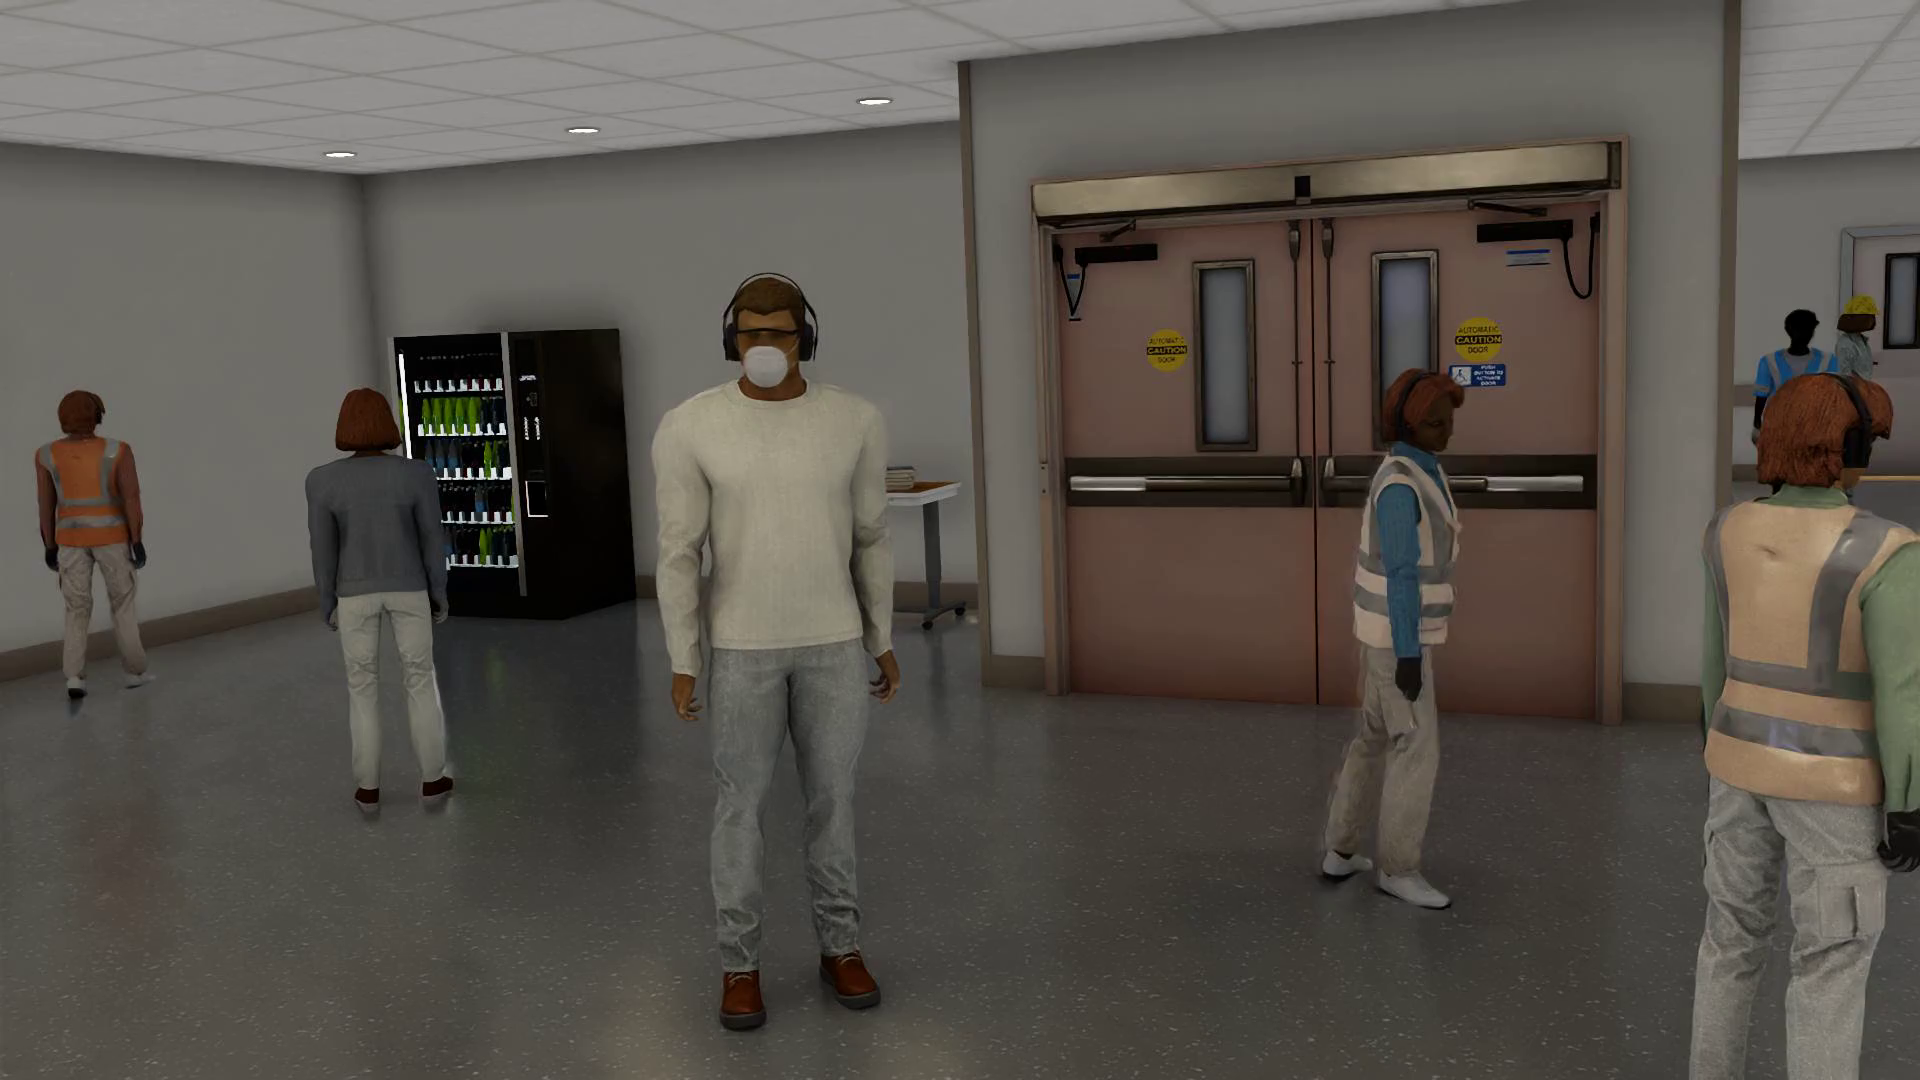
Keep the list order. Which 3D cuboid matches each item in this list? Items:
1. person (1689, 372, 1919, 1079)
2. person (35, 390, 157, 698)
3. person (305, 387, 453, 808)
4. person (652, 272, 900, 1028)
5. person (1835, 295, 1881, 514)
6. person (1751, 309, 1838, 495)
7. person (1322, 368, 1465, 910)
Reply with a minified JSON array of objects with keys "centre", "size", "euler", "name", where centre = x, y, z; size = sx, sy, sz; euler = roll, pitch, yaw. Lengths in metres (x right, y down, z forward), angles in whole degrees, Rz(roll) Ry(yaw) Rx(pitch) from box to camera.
[{"centre":[1.665,0.488,3.291],"size":[0.318,1.630,0.514],"euler":[-5,8,-20],"name":"person"},{"centre":[-4.615,0.026,8.860],"size":[0.523,1.656,0.439],"euler":[-3,7,-6],"name":"person"},{"centre":[-2.252,0.225,6.490],"size":[0.500,1.636,0.282],"euler":[-4,8,-15],"name":"person"},{"centre":[-0.460,0.282,4.343],"size":[0.635,1.936,0.351],"euler":[-5,8,-18],"name":"person"},{"centre":[6.931,-1.023,12.889],"size":[0.347,1.733,0.479],"euler":[4,10,42],"name":"person"},{"centre":[5.987,-0.830,11.939],"size":[0.561,1.664,0.687],"euler":[0,8,19],"name":"person"},{"centre":[1.293,0.291,5.002],"size":[0.446,1.615,0.553],"euler":[0,8,21],"name":"person"}]
